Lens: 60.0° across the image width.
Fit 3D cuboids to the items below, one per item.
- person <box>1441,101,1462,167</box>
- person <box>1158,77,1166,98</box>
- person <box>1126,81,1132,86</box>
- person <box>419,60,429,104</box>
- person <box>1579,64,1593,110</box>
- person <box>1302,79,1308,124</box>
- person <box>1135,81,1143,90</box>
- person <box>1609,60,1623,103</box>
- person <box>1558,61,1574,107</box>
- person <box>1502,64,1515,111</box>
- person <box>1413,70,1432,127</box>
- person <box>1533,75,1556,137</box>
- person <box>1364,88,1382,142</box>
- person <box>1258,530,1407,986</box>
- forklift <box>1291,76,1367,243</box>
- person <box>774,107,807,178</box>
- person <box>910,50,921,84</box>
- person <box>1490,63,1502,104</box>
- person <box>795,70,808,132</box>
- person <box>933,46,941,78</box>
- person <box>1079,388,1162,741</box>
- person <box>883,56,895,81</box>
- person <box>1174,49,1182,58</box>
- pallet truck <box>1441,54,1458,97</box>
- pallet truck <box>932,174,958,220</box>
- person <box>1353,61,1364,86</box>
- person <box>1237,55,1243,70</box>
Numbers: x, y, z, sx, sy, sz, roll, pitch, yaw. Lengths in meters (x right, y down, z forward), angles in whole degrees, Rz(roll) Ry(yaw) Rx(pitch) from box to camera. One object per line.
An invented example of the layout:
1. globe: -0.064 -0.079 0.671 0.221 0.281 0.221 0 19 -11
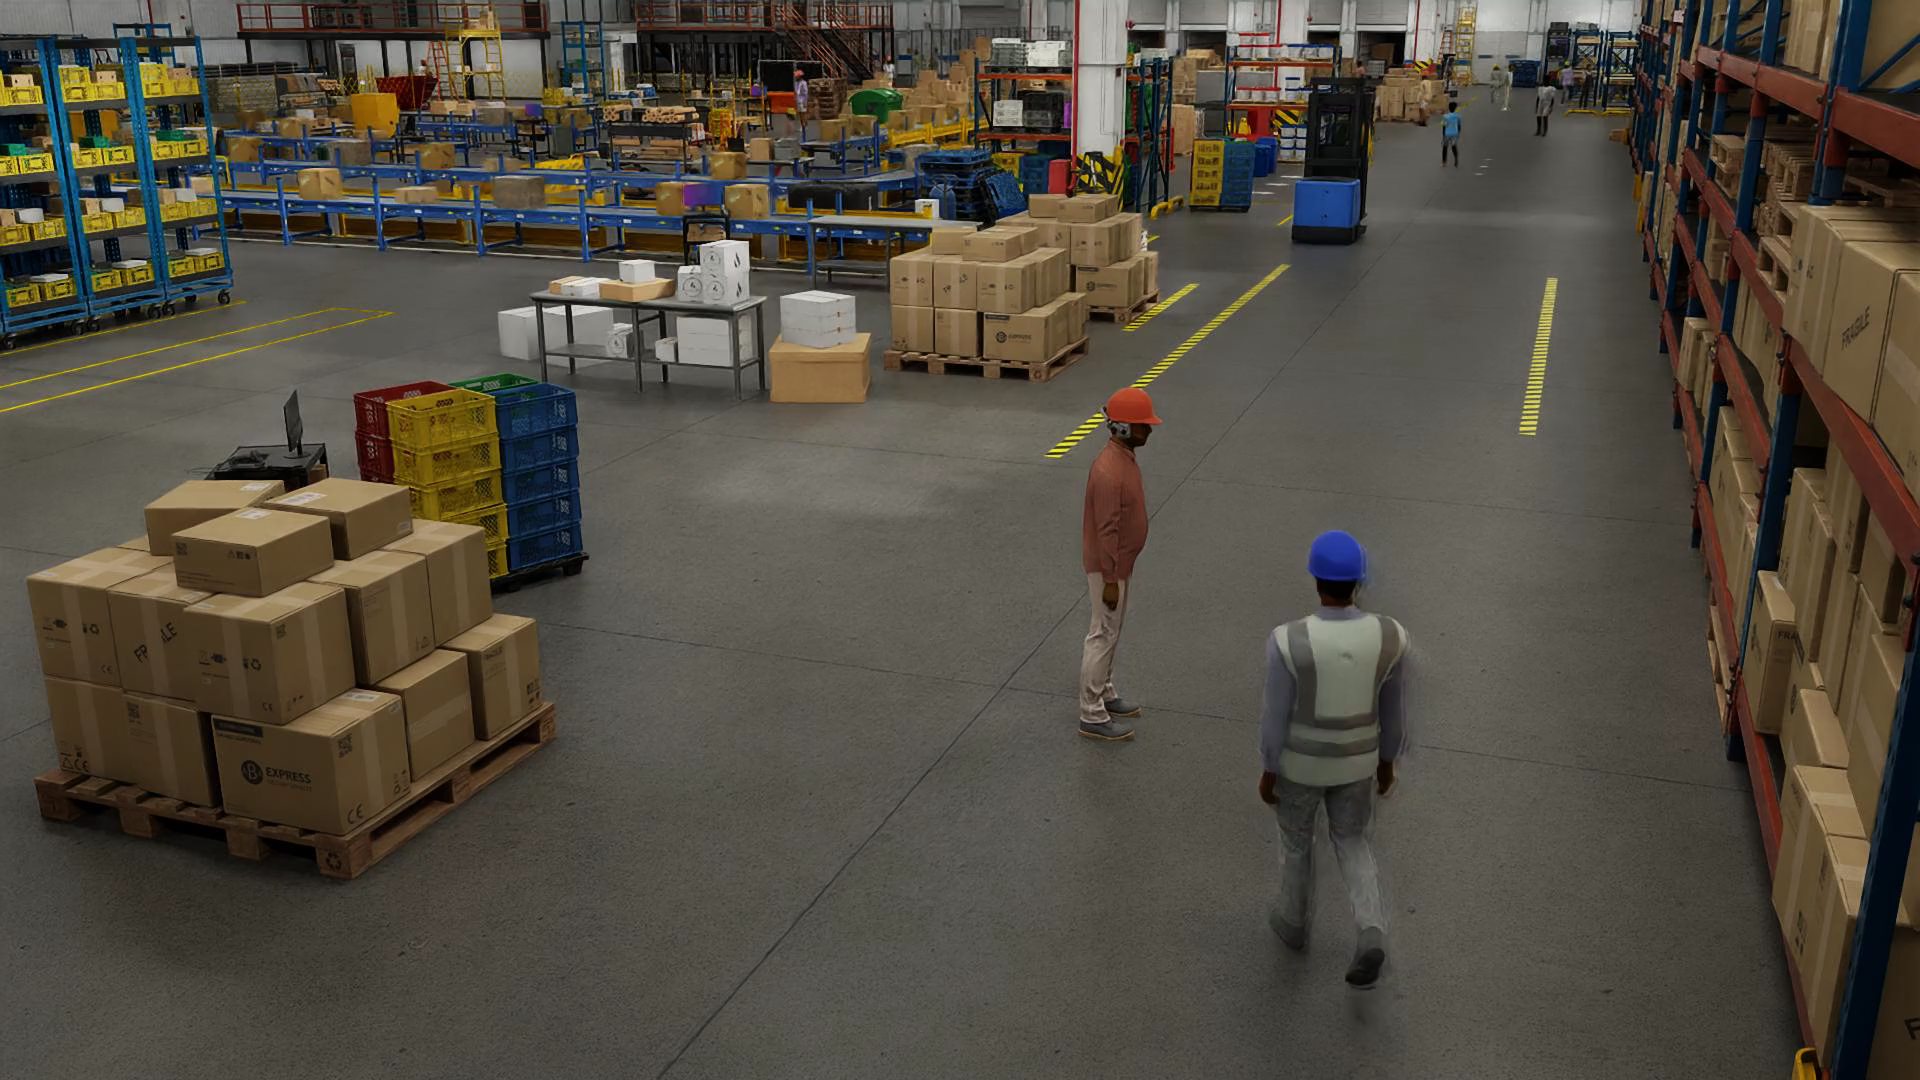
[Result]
1. person: 12.765 -10.533 43.188 0.542 1.682 0.629 -2 18 -6
2. person: 7.058 -15.383 58.298 0.314 1.769 0.524 4 18 12
3. person: 6.074 -16.122 60.250 0.396 1.992 0.622 -2 18 -6
4. person: -23.518 -20.085 72.908 0.383 1.873 0.640 -8 19 -23
5. person: 25.748 -18.622 68.347 0.517 1.843 0.326 -7 19 -20
6. person: 11.052 -14.024 53.959 0.599 1.813 0.668 -13 22 -35
7. person: 8.790 -22.955 81.849 0.390 1.927 0.644 -13 22 -35
8. person: 29.033 -20.352 73.754 0.621 1.871 0.938 -1 18 -3
9. person: 25.810 -19.399 70.726 0.591 1.899 0.907 -4 18 -13
10. person: 22.389 -18.438 67.747 0.476 1.851 0.527 14 22 37
11. person: 16.189 -15.514 58.464 0.571 1.913 0.780 -14 22 -37
12. person: 18.892 -14.040 53.757 0.367 1.965 0.610 -16 24 -41
13. person: 12.807 -13.171 51.514 0.547 1.645 0.865 -11 21 -32
14. person: 1.544 0.910 6.849 0.620 1.925 0.751 -3 18 -8
15. forklift: 6.598 -6.755 29.381 1.129 2.768 1.873 6 19 19
16. person: -4.098 -9.466 39.805 0.931 1.720 0.522 -4 18 -11
17. person: -2.496 -26.156 92.059 0.661 1.815 0.783 -9 20 -27
18. person: 23.256 -19.797 72.215 0.500 1.726 0.482 4 18 12
19. person: -5.324 -14.674 55.627 0.395 2.038 0.615 -11 21 -30
20. person: -1.372 -28.368 98.865 0.438 1.906 0.593 5 18 14
21. person: 0.881 0.128 9.215 0.414 1.985 0.611 4 18 12
22. person: -3.313 -21.571 77.531 0.543 1.903 0.963 -4 18 -13
23. person: 12.002 -26.174 91.952 0.611 1.926 0.827 -16 24 -41
24. pallet truck: 22.765 -21.886 78.355 0.823 1.965 1.885 -4 18 -14
25. pallet truck: -0.507 -5.292 27.348 0.653 1.274 1.630 6 19 19
26. person: 18.743 -21.667 78.221 0.708 1.672 0.579 -14 23 -38
27. person: 13.853 -23.331 83.211 0.877 1.811 0.626 6 19 17
